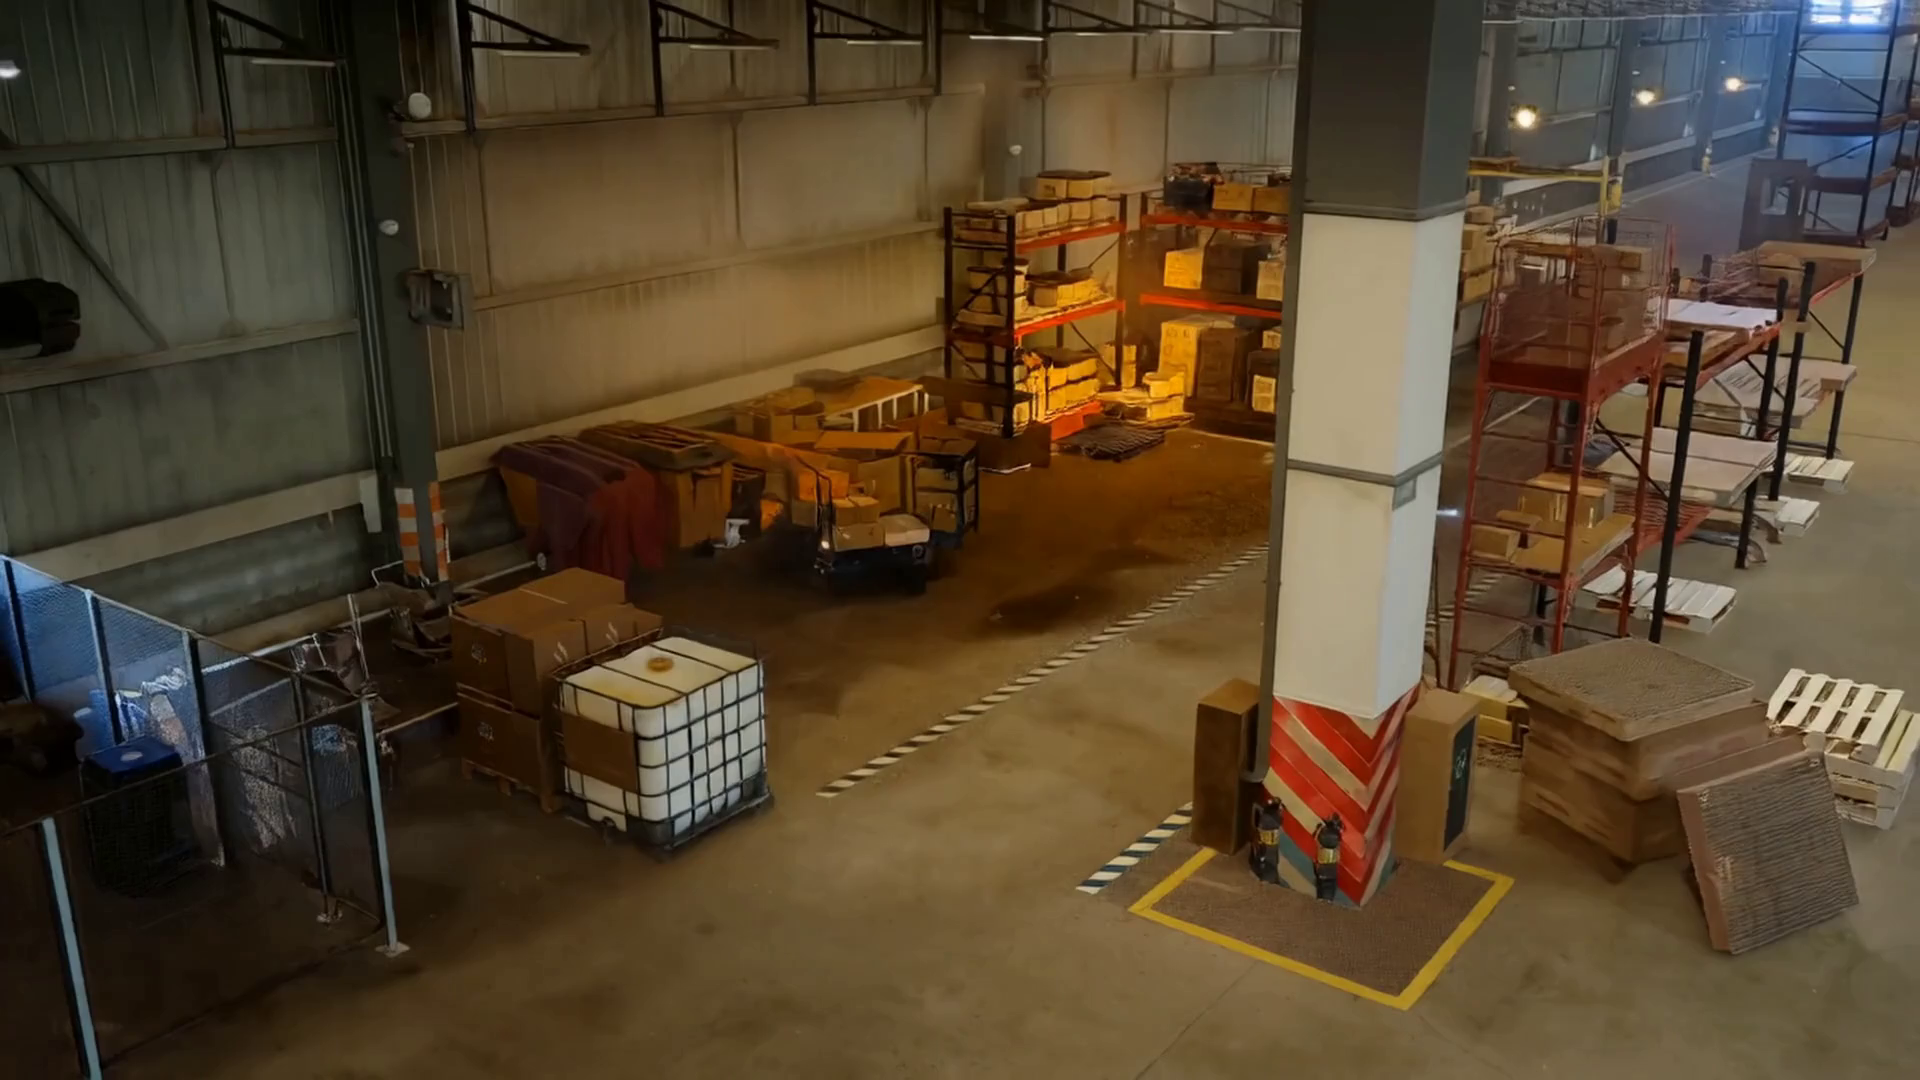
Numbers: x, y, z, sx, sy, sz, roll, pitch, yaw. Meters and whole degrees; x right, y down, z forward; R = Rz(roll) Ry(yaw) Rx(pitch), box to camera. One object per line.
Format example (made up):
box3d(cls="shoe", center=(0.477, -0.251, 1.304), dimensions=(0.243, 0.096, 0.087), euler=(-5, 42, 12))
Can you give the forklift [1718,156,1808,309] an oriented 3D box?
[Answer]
box3d(cls="forklift", center=(15.237, -5.796, 31.358), dimensions=(1.129, 2.768, 1.873), euler=(13, 22, 34))
